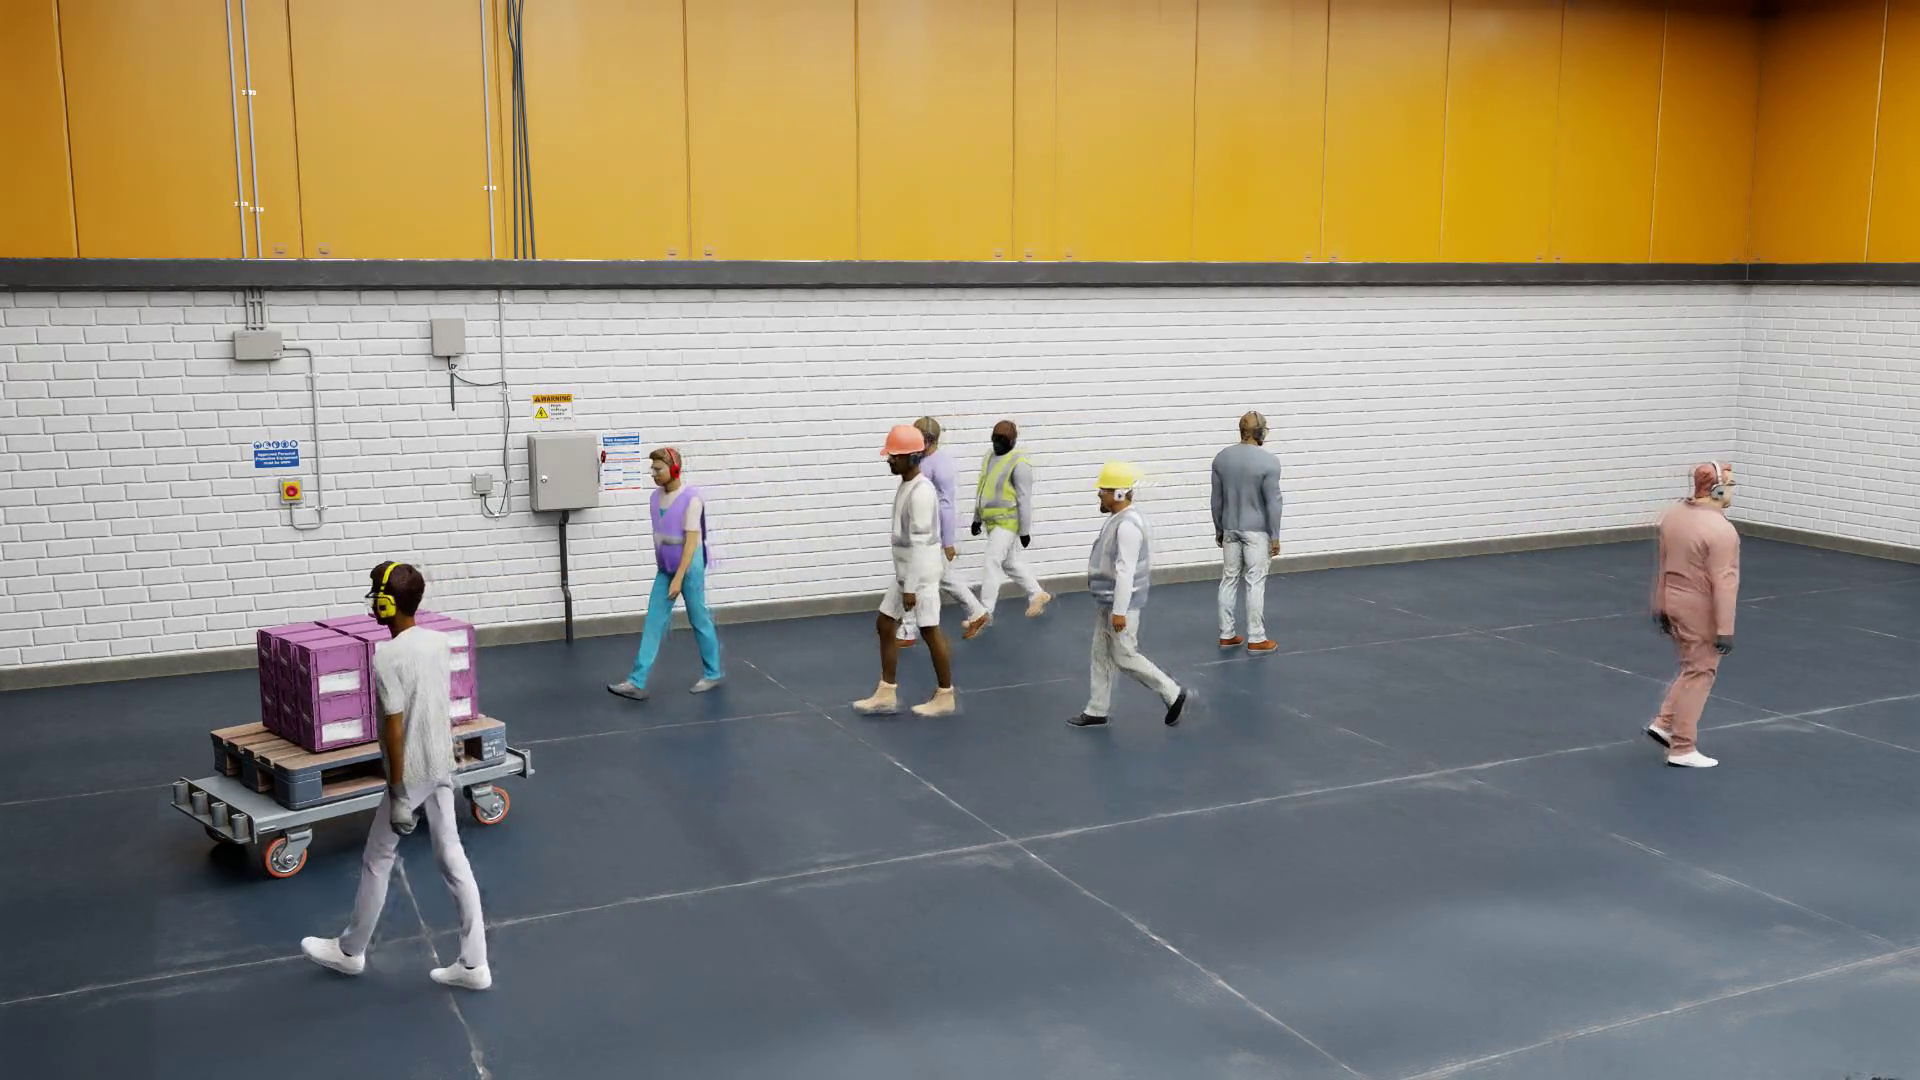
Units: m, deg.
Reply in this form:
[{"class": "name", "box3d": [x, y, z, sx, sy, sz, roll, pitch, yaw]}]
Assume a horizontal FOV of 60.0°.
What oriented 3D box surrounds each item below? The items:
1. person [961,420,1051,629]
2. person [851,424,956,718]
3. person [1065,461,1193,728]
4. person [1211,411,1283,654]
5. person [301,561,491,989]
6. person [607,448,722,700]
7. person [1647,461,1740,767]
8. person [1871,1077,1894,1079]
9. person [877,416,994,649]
[{"class": "person", "box3d": [0.432, -0.148, 14.266, 0.870, 1.799, 0.640, -4, 10, -25]}, {"class": "person", "box3d": [-0.404, 0.230, 11.201, 0.863, 2.011, 0.629, -2, 9, -14]}, {"class": "person", "box3d": [1.124, 0.380, 10.941, 0.757, 1.813, 0.595, 0, 9, -3]}, {"class": "person", "box3d": [2.287, -0.062, 13.273, 0.633, 1.936, 0.355, 9, 13, 44]}, {"class": "person", "box3d": [-2.400, 0.991, 7.077, 0.950, 1.821, 0.542, 3, 10, 18]}, {"class": "person", "box3d": [-2.064, 0.252, 11.771, 0.568, 1.794, 0.940, 8, 12, 40]}, {"class": "person", "box3d": [4.541, 0.460, 10.156, 0.438, 1.897, 0.668, -1, 9, -7]}, {"class": "person", "box3d": [1.517, 1.726, 2.915, 0.478, 1.686, 0.547, 9, 13, 43]}, {"class": "person", "box3d": [-0.169, -0.064, 13.431, 0.974, 1.908, 0.642, -3, 10, -16]}]
